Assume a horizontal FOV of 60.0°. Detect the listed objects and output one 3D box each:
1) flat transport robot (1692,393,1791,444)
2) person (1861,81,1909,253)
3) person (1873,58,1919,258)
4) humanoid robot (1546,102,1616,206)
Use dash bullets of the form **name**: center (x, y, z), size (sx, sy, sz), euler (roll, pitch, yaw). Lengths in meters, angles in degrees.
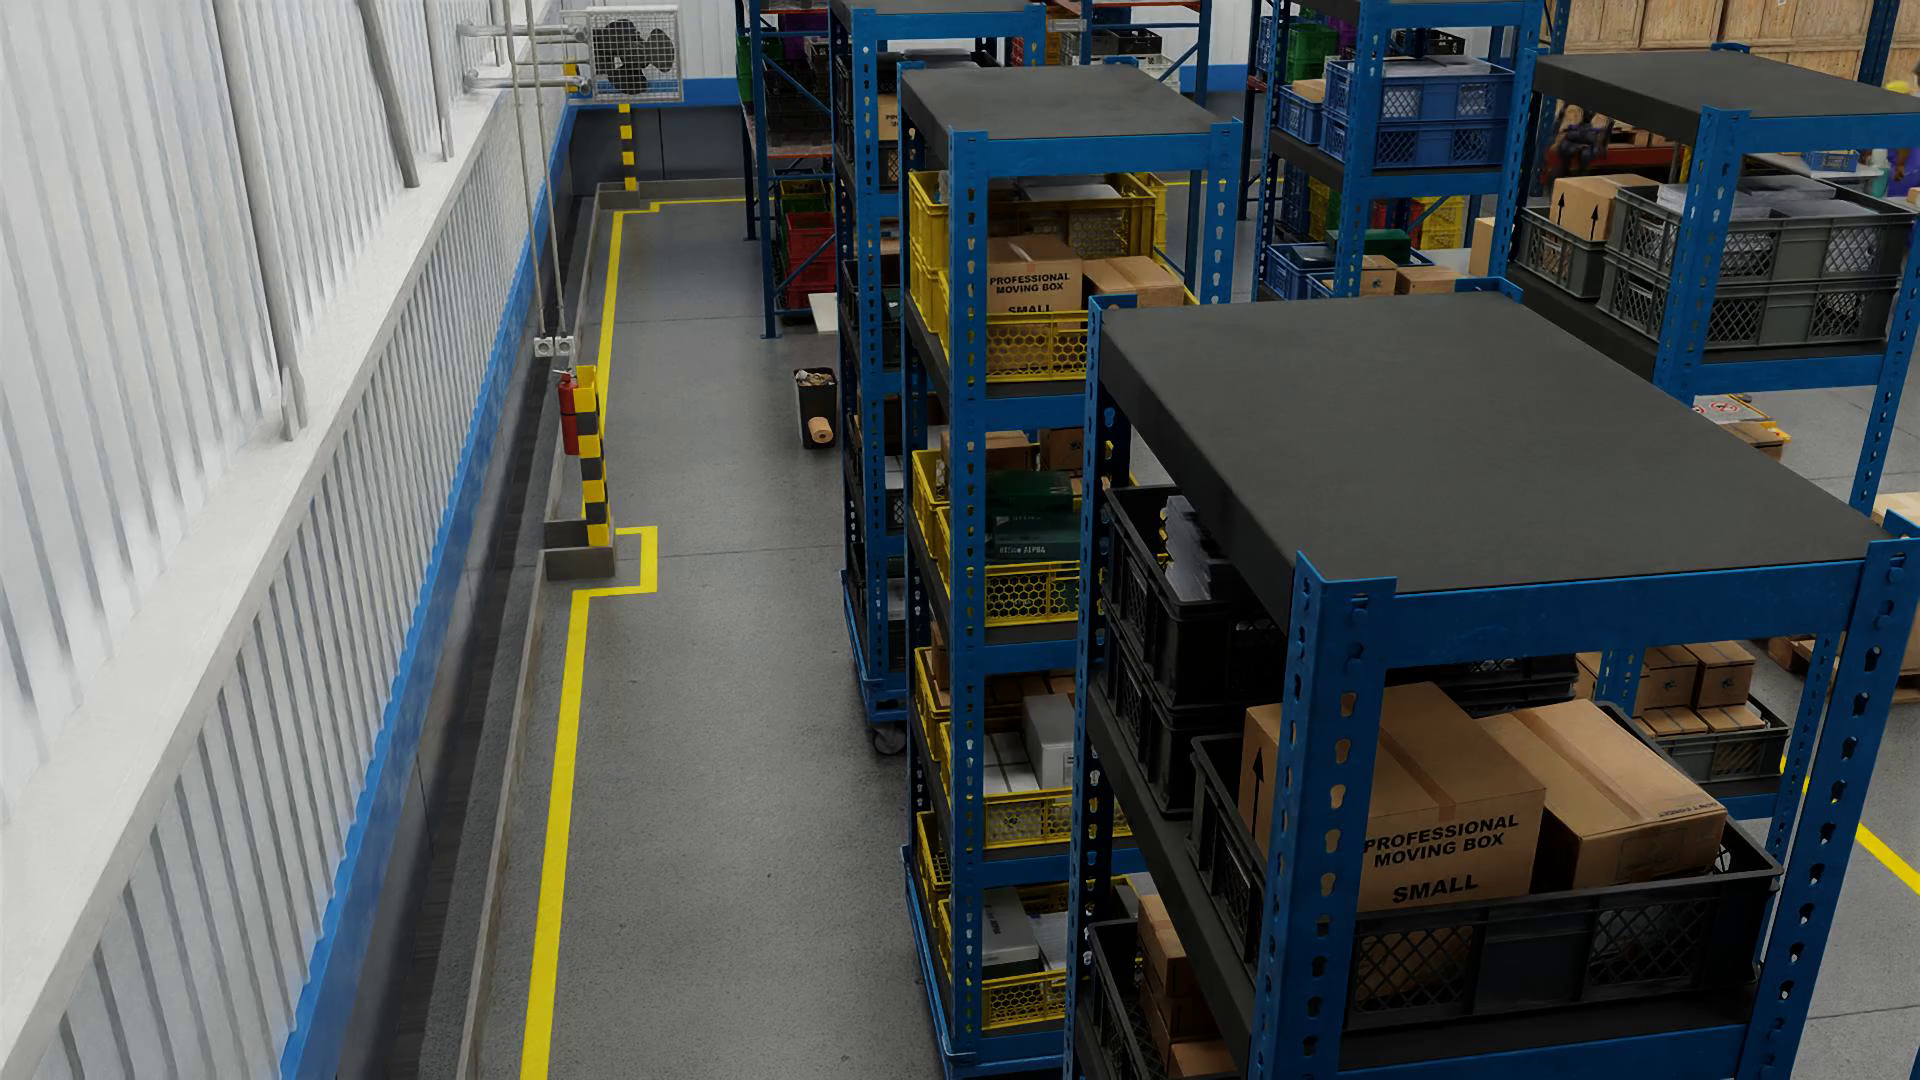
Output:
- **flat transport robot**: center (5.224, -0.859, 12.132), size (1.431, 0.197, 0.652), euler (-4, 25, -8)
- **person**: center (9.297, -3.750, 16.733), size (0.432, 1.701, 0.584), euler (11, 27, 22)
- **person**: center (9.414, -3.790, 16.420), size (0.697, 2.000, 0.535), euler (-13, 28, -26)
- **humanoid robot**: center (6.722, -4.319, 18.025), size (0.653, 1.622, 0.516), euler (11, 27, 22)
